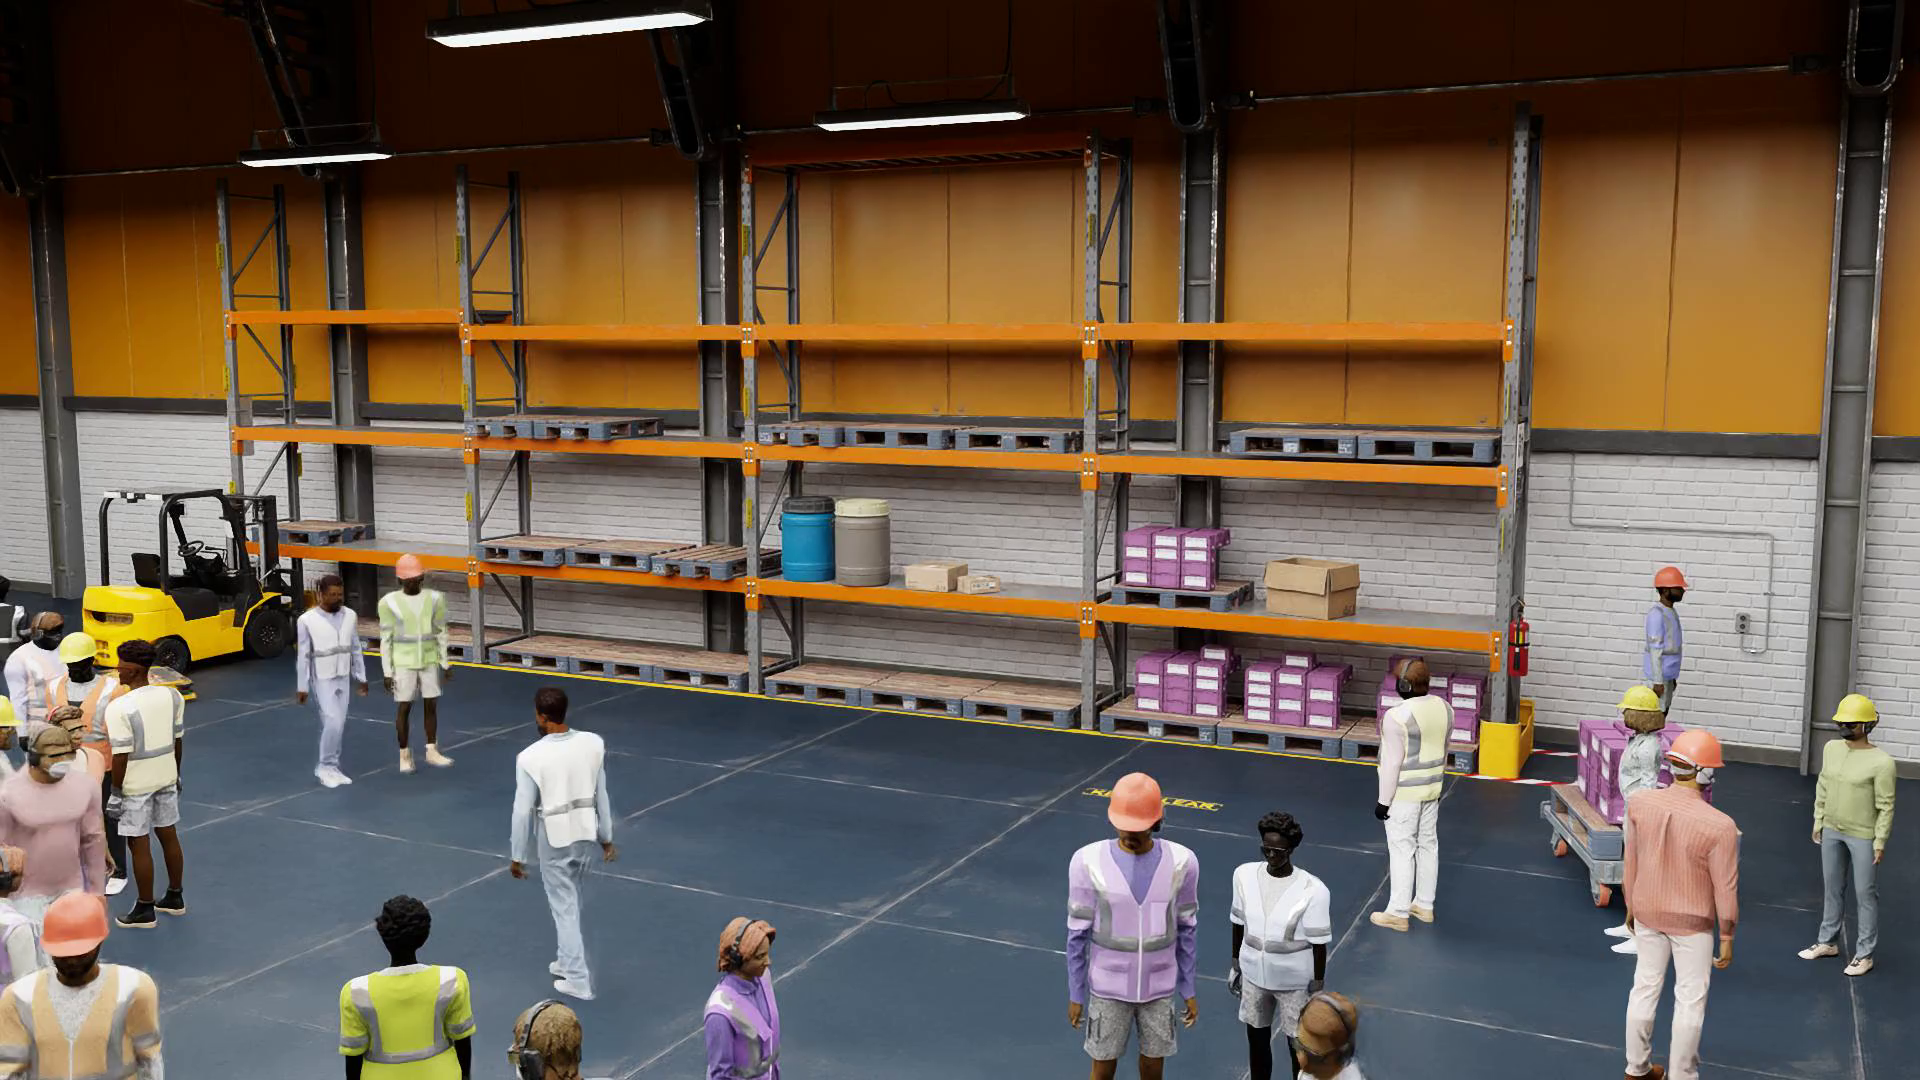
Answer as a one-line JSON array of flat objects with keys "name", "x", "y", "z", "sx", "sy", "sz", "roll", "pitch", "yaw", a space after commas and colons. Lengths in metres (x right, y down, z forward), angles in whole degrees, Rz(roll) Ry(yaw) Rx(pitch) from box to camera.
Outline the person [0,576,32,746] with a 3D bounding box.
[{"name": "person", "x": -9.319, "y": 1.188, "z": 16.193, "sx": 0.539, "sy": 1.686, "sz": 0.320, "roll": -3, "pitch": 8, "yaw": -25}]

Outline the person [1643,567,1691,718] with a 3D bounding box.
[{"name": "person", "x": 6.369, "y": 1.203, "z": 15.027, "sx": 0.354, "sy": 1.942, "sz": 0.545, "roll": 5, "pitch": 8, "yaw": 34}]

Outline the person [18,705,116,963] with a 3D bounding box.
[{"name": "person", "x": -5.269, "y": 1.879, "z": 9.829, "sx": 0.390, "sy": 1.846, "sz": 0.564, "roll": 2, "pitch": 7, "yaw": 16}]

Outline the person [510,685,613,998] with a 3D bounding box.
[{"name": "person", "x": -2.476, "y": 1.816, "z": 10.132, "sx": 0.700, "sy": 1.893, "sz": 0.637, "roll": 6, "pitch": 9, "yaw": 40}]

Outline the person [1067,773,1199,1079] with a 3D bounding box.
[{"name": "person", "x": 0.800, "y": 2.052, "z": 7.627, "sx": 0.612, "sy": 2.033, "sz": 0.399, "roll": -1, "pitch": 7, "yaw": -5}]

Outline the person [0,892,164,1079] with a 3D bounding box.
[{"name": "person", "x": -3.385, "y": 2.277, "z": 6.383, "sx": 0.569, "sy": 1.883, "sz": 0.993, "roll": -2, "pitch": 7, "yaw": -14}]

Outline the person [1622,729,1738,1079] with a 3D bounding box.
[{"name": "person", "x": 3.741, "y": 1.958, "z": 8.638, "sx": 0.407, "sy": 1.981, "sz": 0.627, "roll": -5, "pitch": 8, "yaw": -35}]

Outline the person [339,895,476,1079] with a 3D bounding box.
[{"name": "person", "x": -2.281, "y": 2.305, "z": 6.907, "sx": 0.539, "sy": 1.700, "sz": 0.317, "roll": -3, "pitch": 7, "yaw": -21}]

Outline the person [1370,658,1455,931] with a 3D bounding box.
[{"name": "person", "x": 3.037, "y": 1.709, "z": 11.254, "sx": 0.627, "sy": 1.844, "sz": 0.429, "roll": -5, "pitch": 9, "yaw": -36}]

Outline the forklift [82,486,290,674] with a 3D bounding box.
[{"name": "forklift", "x": -9.426, "y": 0.454, "z": 20.179, "sx": 1.214, "sy": 2.155, "sz": 2.313, "roll": 3, "pitch": 8, "yaw": 26}]

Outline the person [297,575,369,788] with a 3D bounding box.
[{"name": "person", "x": -5.557, "y": 1.251, "z": 14.797, "sx": 0.519, "sy": 1.897, "sz": 0.613, "roll": 4, "pitch": 8, "yaw": 28}]

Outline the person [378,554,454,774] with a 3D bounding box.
[{"name": "person", "x": -4.982, "y": 1.136, "z": 15.306, "sx": 0.674, "sy": 2.028, "sz": 0.402, "roll": -5, "pitch": 9, "yaw": -37}]

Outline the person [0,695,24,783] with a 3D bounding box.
[{"name": "person", "x": -5.918, "y": 1.850, "z": 10.203, "sx": 0.403, "sy": 1.817, "sz": 0.601, "roll": -4, "pitch": 8, "yaw": -28}]

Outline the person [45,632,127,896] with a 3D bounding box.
[{"name": "person", "x": -6.227, "y": 1.598, "z": 11.878, "sx": 0.582, "sy": 1.919, "sz": 0.397, "roll": 1, "pitch": 7, "yaw": 5}]

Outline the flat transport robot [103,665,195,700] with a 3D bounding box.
[{"name": "flat transport robot", "x": -9.049, "y": 1.608, "z": 18.522, "sx": 0.652, "sy": 0.197, "sz": 1.431, "roll": -5, "pitch": 9, "yaw": -38}]

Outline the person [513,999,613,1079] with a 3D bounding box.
[{"name": "person", "x": -1.254, "y": 2.396, "z": 5.249, "sx": 0.387, "sy": 1.927, "sz": 0.639, "roll": 3, "pitch": 8, "yaw": 24}]

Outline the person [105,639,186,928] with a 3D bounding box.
[{"name": "person", "x": -5.540, "y": 1.640, "z": 11.305, "sx": 0.361, "sy": 1.965, "sz": 0.614, "roll": 2, "pitch": 7, "yaw": 19}]

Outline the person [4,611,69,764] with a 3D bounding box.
[{"name": "person", "x": -7.221, "y": 1.476, "z": 13.221, "sx": 0.428, "sy": 1.836, "sz": 0.625, "roll": 3, "pitch": 8, "yaw": 23}]

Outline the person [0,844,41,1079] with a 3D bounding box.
[{"name": "person", "x": -4.476, "y": 2.235, "z": 7.777, "sx": 0.514, "sy": 1.632, "sz": 0.312, "roll": 4, "pitch": 8, "yaw": 30}]

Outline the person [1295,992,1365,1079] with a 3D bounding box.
[{"name": "person", "x": 1.364, "y": 2.396, "z": 5.773, "sx": 0.896, "sy": 1.802, "sz": 0.540, "roll": 0, "pitch": 7, "yaw": 3}]

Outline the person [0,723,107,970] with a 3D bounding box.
[{"name": "person", "x": -4.949, "y": 1.937, "z": 9.047, "sx": 0.444, "sy": 1.916, "sz": 0.648, "roll": 4, "pitch": 8, "yaw": 30}]

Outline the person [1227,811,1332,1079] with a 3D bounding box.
[{"name": "person", "x": 1.566, "y": 2.156, "z": 8.201, "sx": 0.539, "sy": 1.693, "sz": 0.321, "roll": 5, "pitch": 9, "yaw": 37}]

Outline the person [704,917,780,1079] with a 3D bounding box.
[{"name": "person", "x": -0.898, "y": 2.345, "z": 6.871, "sx": 0.313, "sy": 1.631, "sz": 0.525, "roll": 2, "pitch": 7, "yaw": 15}]

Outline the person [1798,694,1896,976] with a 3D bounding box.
[{"name": "person", "x": 5.601, "y": 1.841, "z": 10.469, "sx": 0.314, "sy": 1.769, "sz": 0.523, "roll": -3, "pitch": 7, "yaw": -23}]

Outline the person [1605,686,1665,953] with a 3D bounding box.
[{"name": "person", "x": 4.400, "y": 1.809, "z": 10.830, "sx": 0.295, "sy": 1.744, "sz": 0.492, "roll": 2, "pitch": 7, "yaw": 15}]
